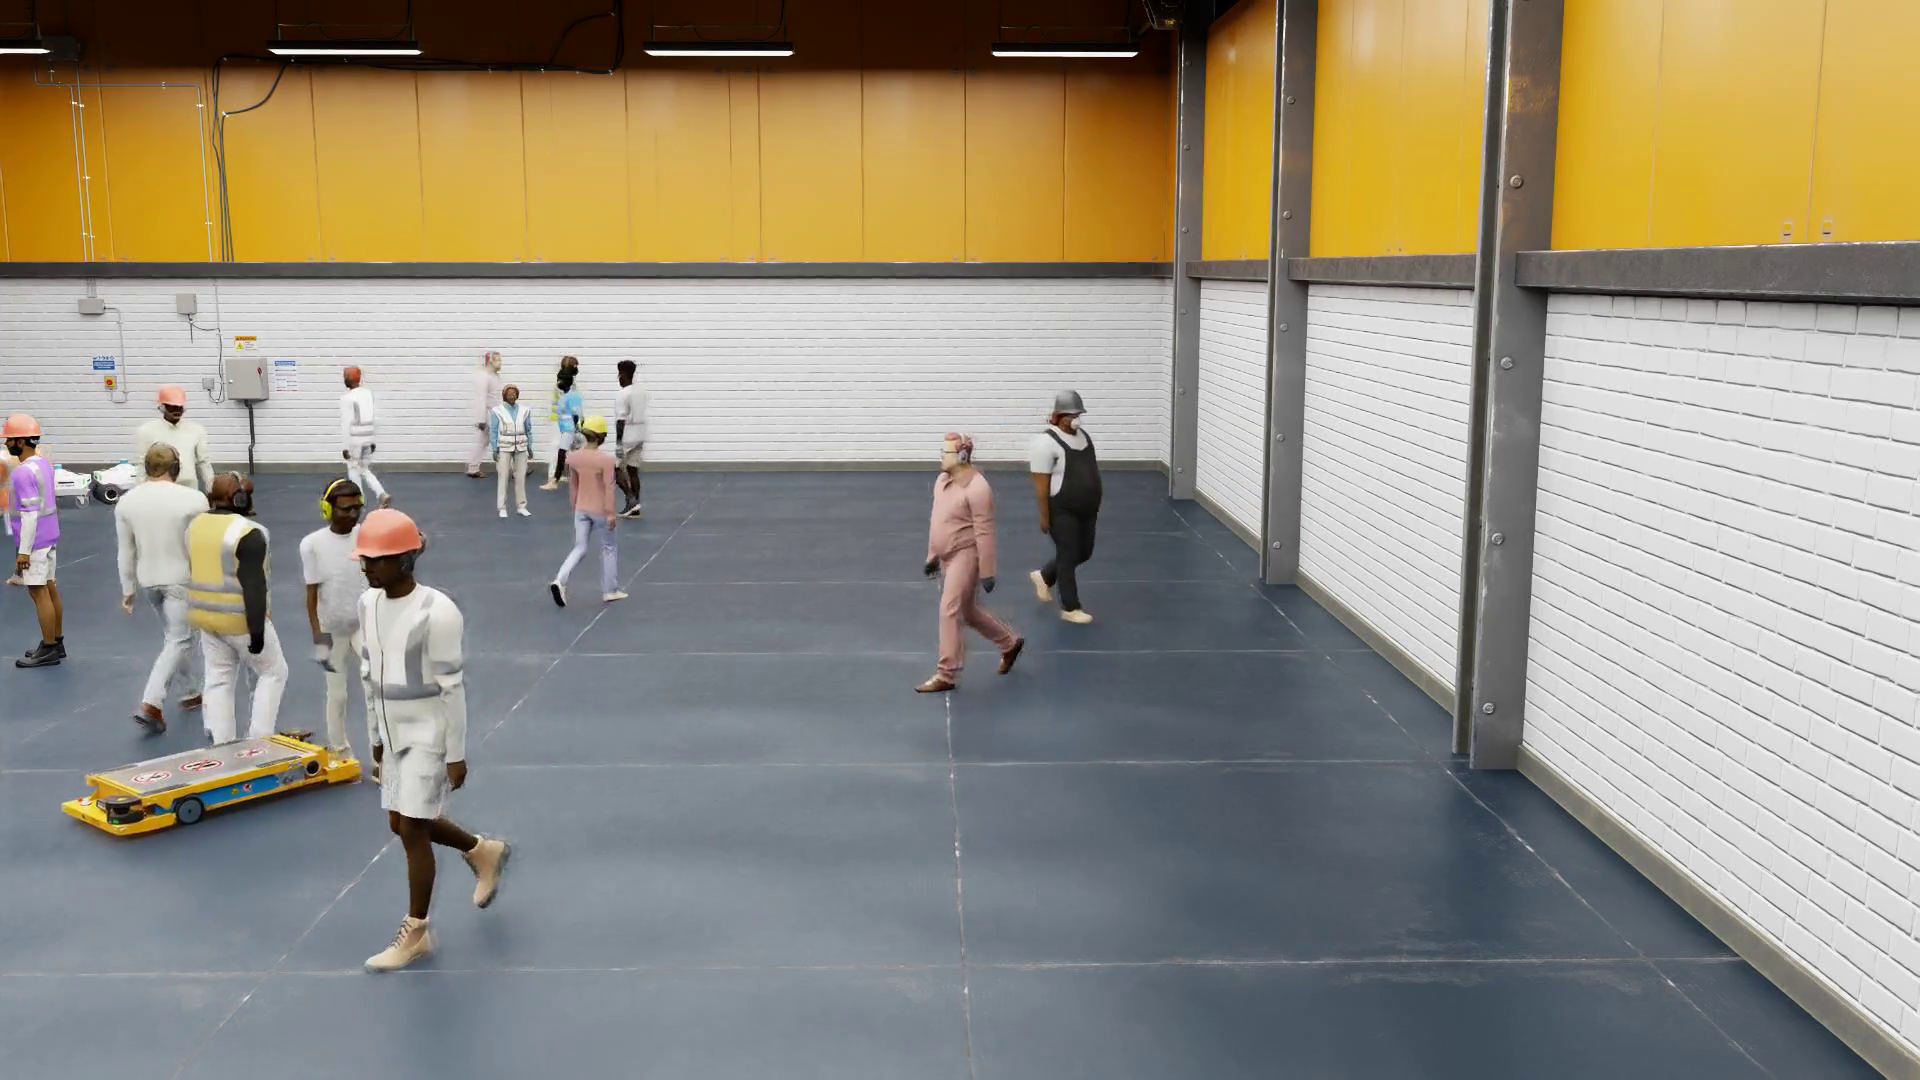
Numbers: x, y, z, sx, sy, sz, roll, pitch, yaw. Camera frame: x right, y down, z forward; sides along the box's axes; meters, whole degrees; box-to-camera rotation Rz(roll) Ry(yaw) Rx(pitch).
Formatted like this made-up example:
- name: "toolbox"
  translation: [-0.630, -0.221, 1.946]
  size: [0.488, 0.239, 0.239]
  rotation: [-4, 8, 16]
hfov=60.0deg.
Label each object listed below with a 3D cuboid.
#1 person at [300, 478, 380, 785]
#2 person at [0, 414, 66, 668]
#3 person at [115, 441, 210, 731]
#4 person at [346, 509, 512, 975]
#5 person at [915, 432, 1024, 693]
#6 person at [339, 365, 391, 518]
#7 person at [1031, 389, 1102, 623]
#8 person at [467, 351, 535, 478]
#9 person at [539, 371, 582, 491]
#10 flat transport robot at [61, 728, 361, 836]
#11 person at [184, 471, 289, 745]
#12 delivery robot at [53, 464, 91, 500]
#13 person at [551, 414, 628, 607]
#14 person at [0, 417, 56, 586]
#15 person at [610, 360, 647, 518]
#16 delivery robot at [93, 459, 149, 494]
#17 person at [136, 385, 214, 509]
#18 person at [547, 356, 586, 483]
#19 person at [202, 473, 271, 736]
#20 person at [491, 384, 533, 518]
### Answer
- name: "person"
  translation: [-3.518, 0.558, 9.645]
  size: [0.510, 1.837, 0.740]
  rotation: [-8, 13, -42]
- name: "person"
  translation: [-7.095, 0.004, 12.717]
  size: [0.358, 1.938, 0.545]
  rotation: [-2, 10, -15]
- name: "person"
  translation: [-5.278, 0.295, 11.052]
  size: [0.625, 1.906, 0.916]
  rotation: [2, 9, 10]
- name: "person"
  translation: [-2.342, 0.838, 7.379]
  size: [0.616, 2.022, 0.792]
  rotation: [7, 11, 35]
- name: "person"
  translation: [0.080, 0.142, 12.046]
  size: [0.862, 1.881, 0.633]
  rotation: [-4, 10, -22]
- name: "person"
  translation: [-7.291, -1.188, 20.219]
  size: [0.519, 1.872, 0.595]
  rotation: [3, 10, 20]
- name: "person"
  translation: [0.888, -0.325, 14.416]
  size: [0.733, 2.000, 0.690]
  rotation: [8, 12, 41]
- name: "person"
  translation: [-6.685, -1.789, 23.973]
  size: [1.018, 1.854, 0.661]
  rotation: [-1, 9, -4]
- name: "person"
  translation: [-5.364, -1.509, 22.891]
  size: [0.879, 1.644, 0.535]
  rotation: [-5, 10, -26]
- name: "flat transport robot"
  translation: [-4.253, 1.359, 9.506]
  size: [0.652, 0.197, 1.431]
  rotation: [7, 12, 37]
- name: "person"
  translation: [-4.362, 0.491, 10.078]
  size: [0.626, 1.822, 0.513]
  rotation: [4, 10, 25]
- name: "delivery robot"
  translation: [-11.416, -0.715, 21.066]
  size: [0.707, 0.478, 0.477]
  rotation: [-3, 10, -15]
- name: "person"
  translation: [-3.342, -0.260, 14.960]
  size: [0.528, 1.740, 0.790]
  rotation: [5, 10, 27]
- name: "person"
  translation: [-8.798, -0.330, 15.643]
  size: [0.876, 1.661, 0.532]
  rotation: [5, 11, 28]
- name: "person"
  translation: [-4.044, -1.222, 20.234]
  size: [0.425, 1.938, 0.607]
  rotation: [4, 10, 22]
- name: "delivery robot"
  translation: [-10.877, -0.814, 21.675]
  size: [0.707, 0.478, 0.477]
  rotation: [-7, 12, -38]
- name: "person"
  translation: [-7.230, -0.448, 15.375]
  size: [0.645, 1.968, 0.601]
  rotation: [-8, 12, -39]
- name: "person"
  translation: [-5.484, -1.711, 23.664]
  size: [0.909, 1.792, 0.639]
  rotation: [-3, 10, -17]
- name: "person"
  translation: [-4.793, 0.410, 10.955]
  size: [0.519, 1.698, 0.890]
  rotation: [-1, 9, -7]
- name: "person"
  translation: [-5.480, -1.092, 20.351]
  size: [0.522, 1.638, 0.310]
  rotation: [-6, 11, -34]
